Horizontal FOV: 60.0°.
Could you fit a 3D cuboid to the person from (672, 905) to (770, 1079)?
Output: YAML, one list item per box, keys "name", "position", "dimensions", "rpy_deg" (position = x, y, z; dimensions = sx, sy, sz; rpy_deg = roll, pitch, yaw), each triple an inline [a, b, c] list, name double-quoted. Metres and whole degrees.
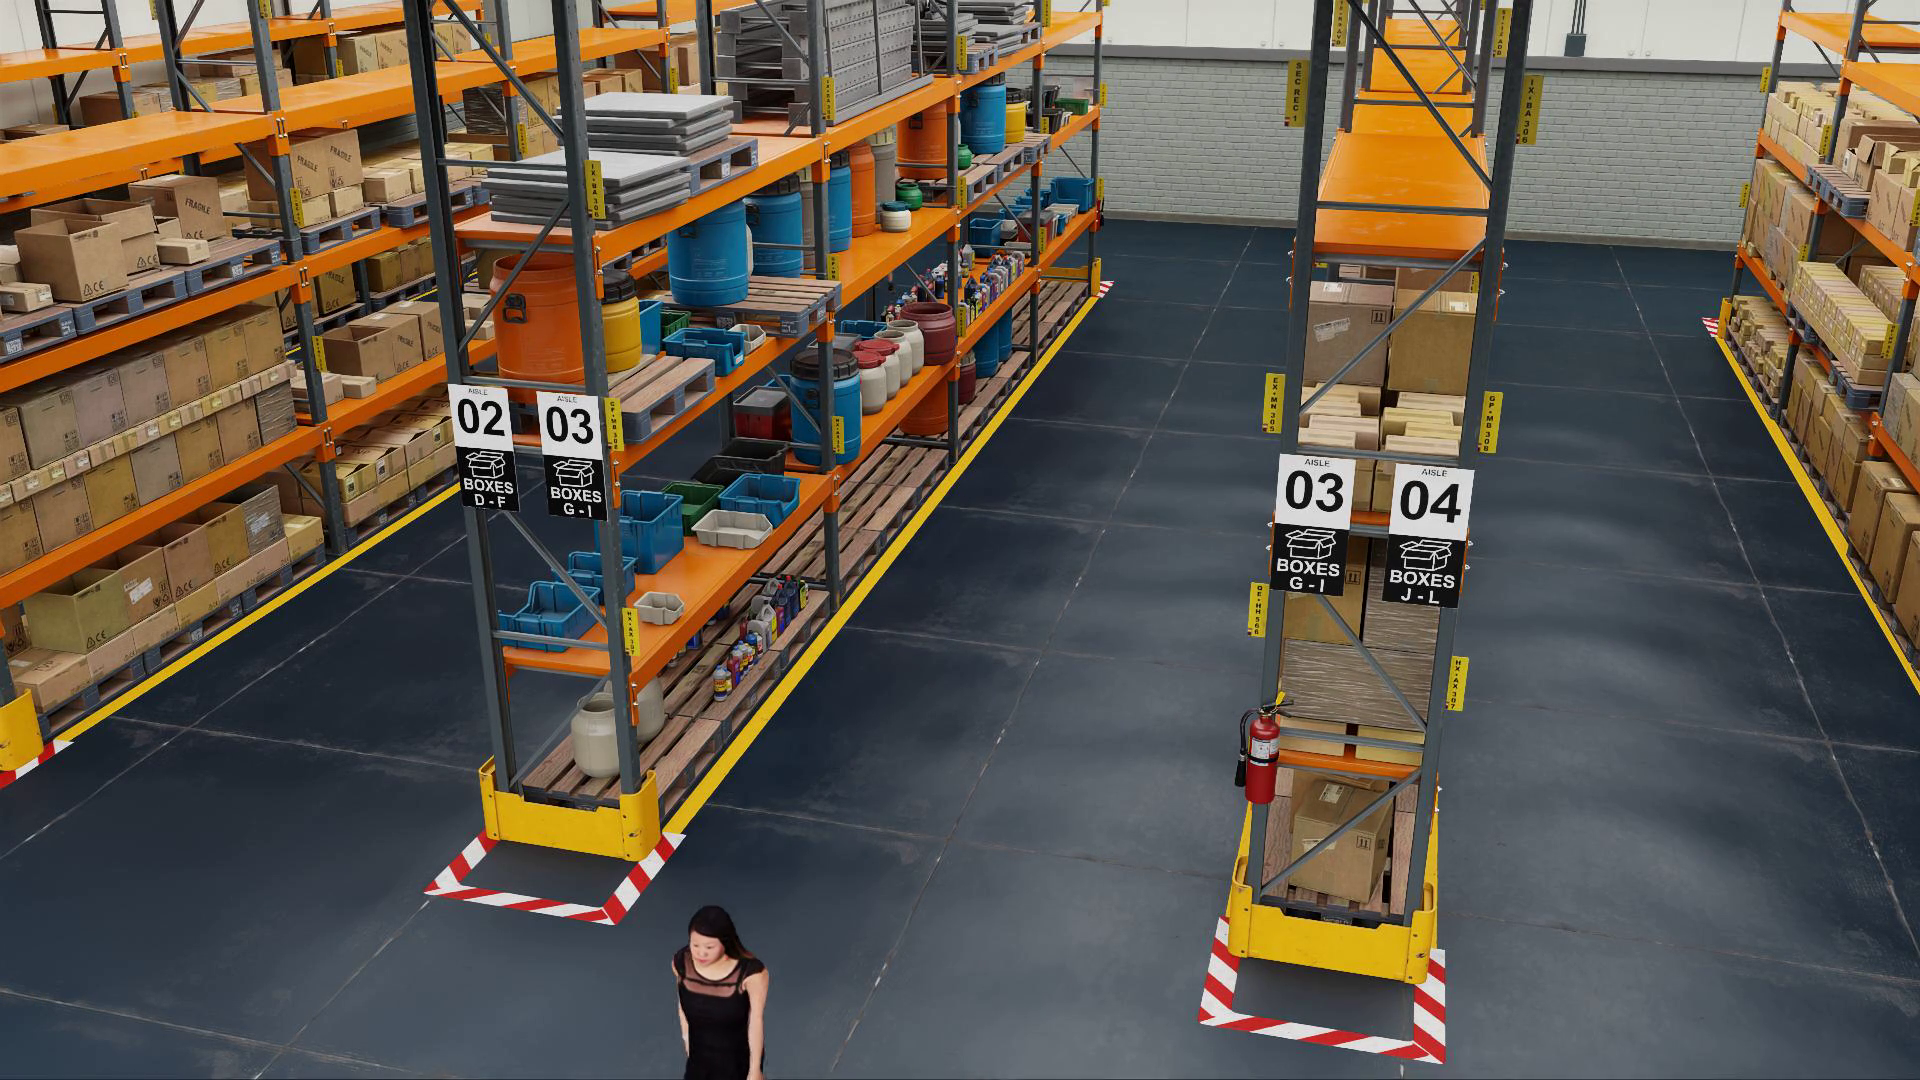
- name: "person"
  position: [-1.091, 2.428, 7.964]
  dimensions: [0.657, 1.690, 0.797]
  rpy_deg: [4, 23, 11]
